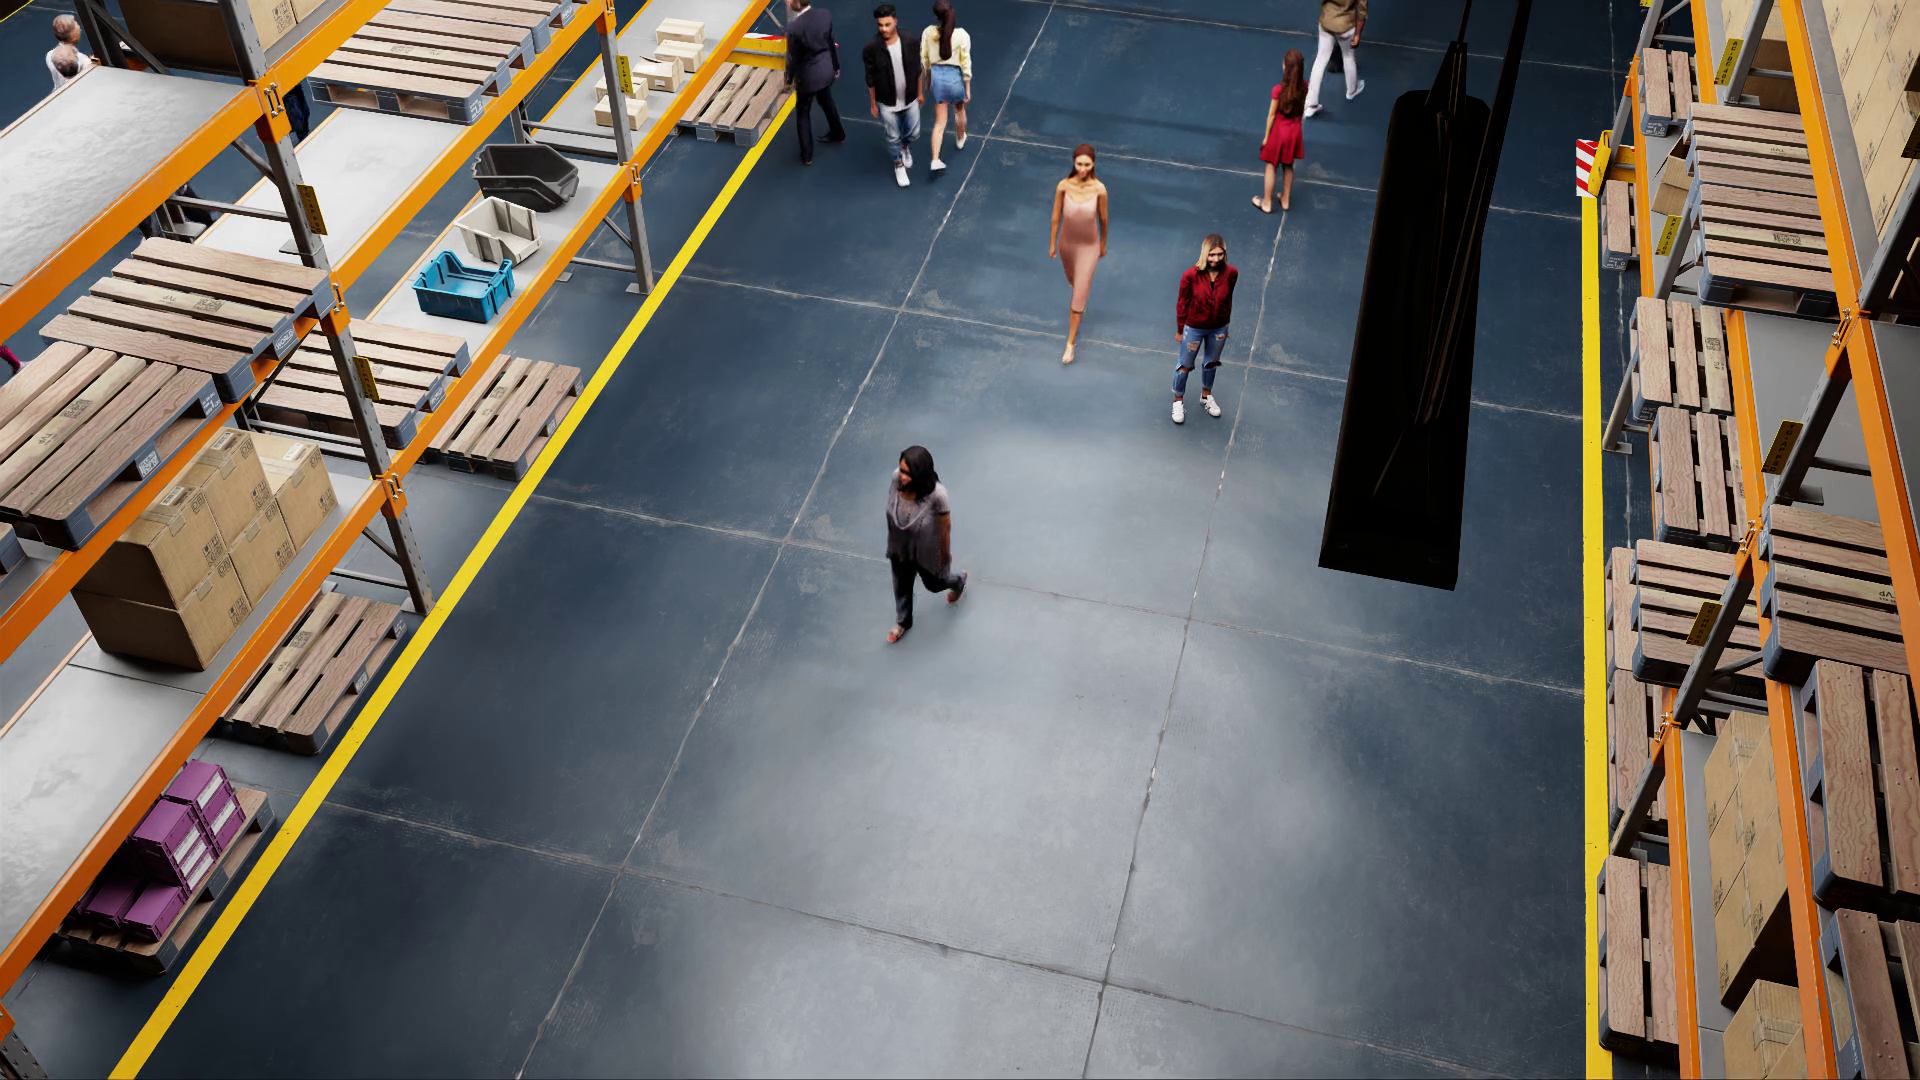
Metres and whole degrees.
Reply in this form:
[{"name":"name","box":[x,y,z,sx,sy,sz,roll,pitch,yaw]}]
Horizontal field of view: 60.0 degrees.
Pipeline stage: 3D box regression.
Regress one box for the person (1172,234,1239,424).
[{"name":"person","box":[1.879,-1.643,12.791,0.685,1.635,0.687,-9,44,-10]}]

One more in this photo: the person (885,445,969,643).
[{"name":"person","box":[-0.228,-0.034,11.137,0.824,1.588,1.026,26,49,25]}]

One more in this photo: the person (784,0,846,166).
[{"name":"person","box":[-1.391,-4.319,15.492,0.846,1.784,0.958,-22,48,-22]}]

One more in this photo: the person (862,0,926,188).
[{"name":"person","box":[-0.611,-4.151,15.312,0.887,1.789,0.922,-12,45,-12]}]

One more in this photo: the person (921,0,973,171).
[{"name":"person","box":[-0.157,-4.211,15.517,0.706,1.593,1.103,9,44,10]}]

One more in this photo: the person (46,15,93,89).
[{"name":"person","box":[-7.855,-3.785,14.935,0.732,1.779,1.068,15,46,16]}]

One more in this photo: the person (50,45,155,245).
[{"name":"person","box":[-7.383,-3.336,14.438,0.992,1.815,1.153,25,49,24]}]

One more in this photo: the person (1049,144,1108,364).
[{"name":"person","box":[0.976,-2.416,13.491,0.592,1.789,1.114,10,45,10]}]

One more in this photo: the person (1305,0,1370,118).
[{"name":"person","box":[3.631,-4.961,16.157,1.009,1.797,1.188,28,50,26]}]

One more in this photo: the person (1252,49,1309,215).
[{"name":"person","box":[2.929,-3.671,14.982,0.678,1.549,0.738,-16,46,-17]}]
